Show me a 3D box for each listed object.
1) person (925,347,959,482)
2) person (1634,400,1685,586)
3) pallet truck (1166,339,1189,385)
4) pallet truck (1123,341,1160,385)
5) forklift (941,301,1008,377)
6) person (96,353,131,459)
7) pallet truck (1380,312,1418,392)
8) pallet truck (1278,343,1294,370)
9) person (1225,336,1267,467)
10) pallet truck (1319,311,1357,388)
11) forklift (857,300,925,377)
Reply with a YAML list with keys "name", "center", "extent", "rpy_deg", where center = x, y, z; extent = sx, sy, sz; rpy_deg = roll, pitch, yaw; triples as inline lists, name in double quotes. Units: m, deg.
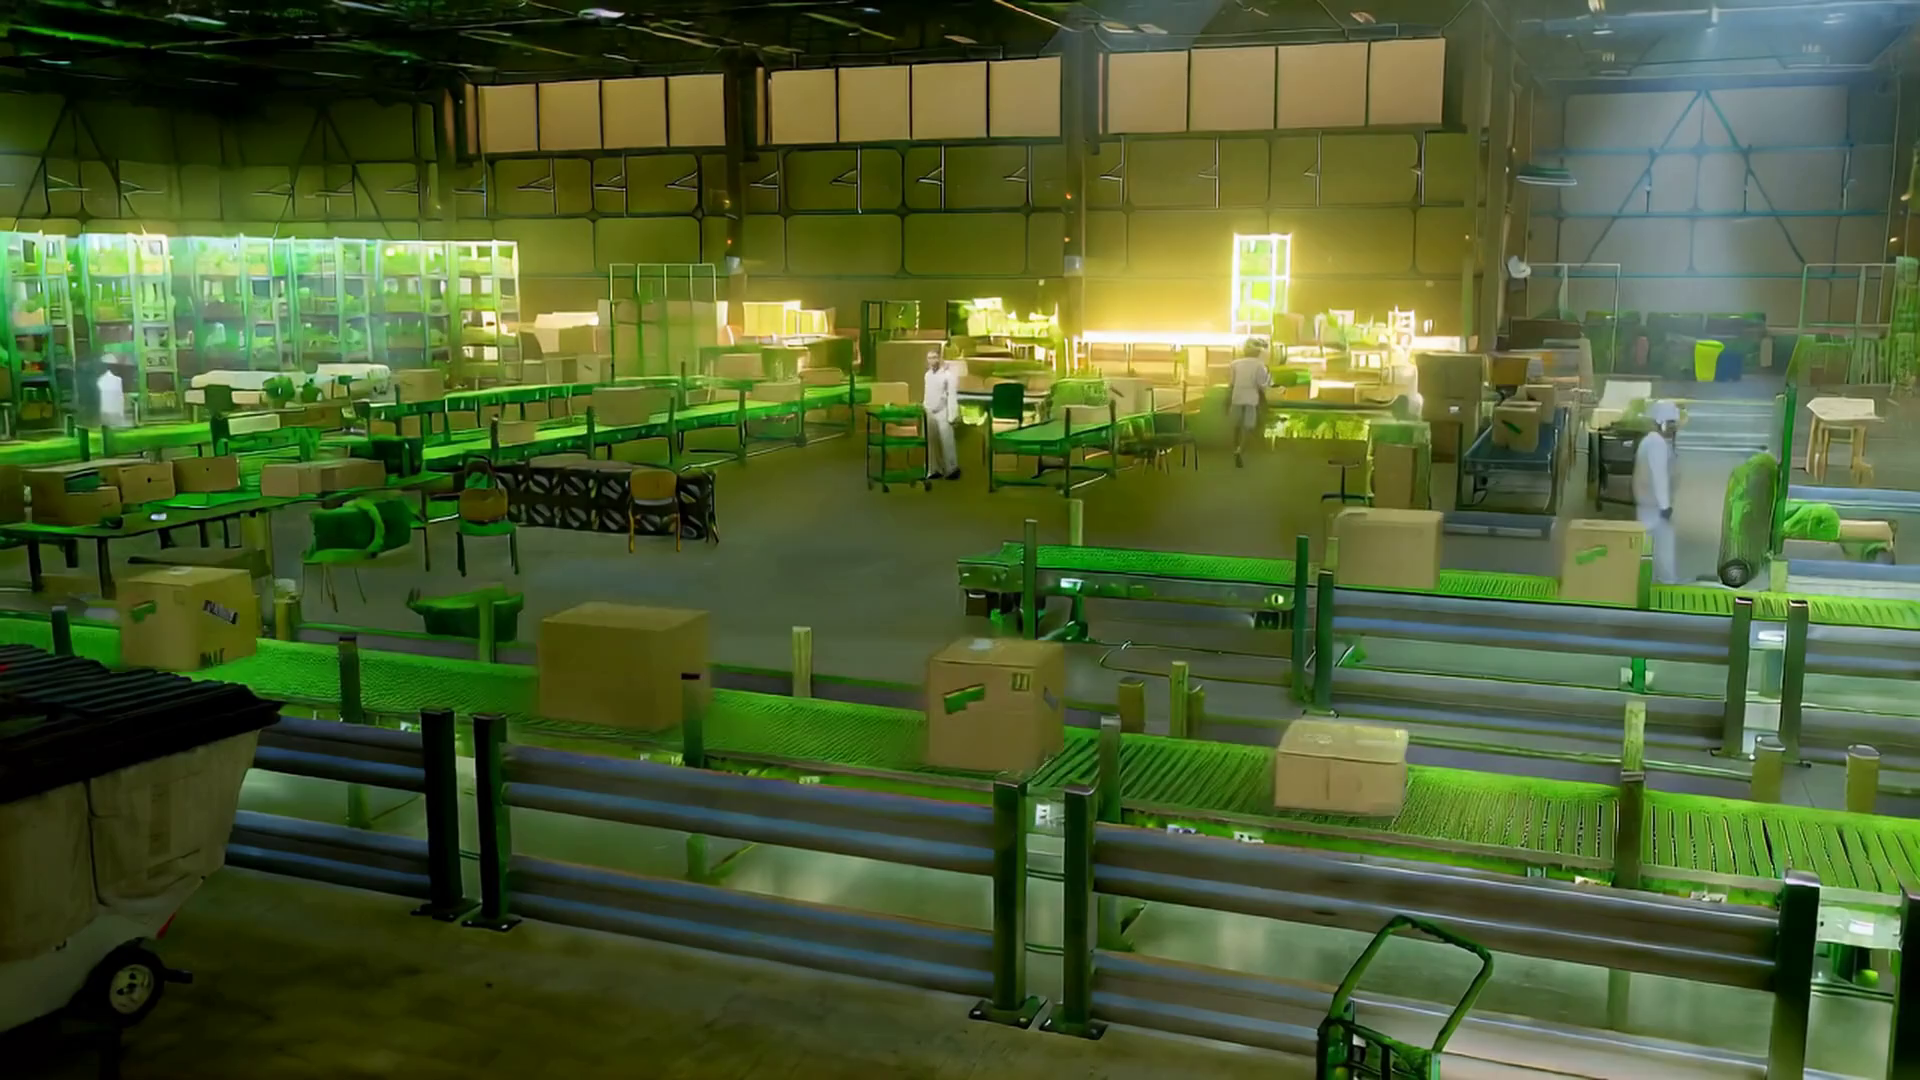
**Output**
- name: "person"
  center: [-0.284, -1.765, 23.440]
  extent: [0.395, 1.893, 0.649]
  rpy_deg: [-7, 12, -36]
- name: "person"
  center: [6.373, -0.399, 15.429]
  extent: [0.801, 1.805, 0.592]
  rpy_deg: [4, 10, 23]
- name: "pallet truck"
  center: [5.418, -4.269, 40.420]
  extent: [0.704, 1.261, 1.522]
  rpy_deg: [3, 10, 20]
- name: "pallet truck"
  center: [4.445, -4.380, 41.279]
  extent: [0.680, 1.201, 1.601]
  rpy_deg: [4, 10, 22]
- name: "forklift"
  center: [0.365, -4.966, 41.571]
  extent: [1.157, 1.987, 2.680]
  rpy_deg: [3, 10, 20]
- name: "person"
  center: [-12.418, -1.874, 24.491]
  extent: [0.559, 1.745, 0.567]
  rpy_deg: [4, 10, 25]
- name: "pallet truck"
  center: [10.207, -4.283, 38.369]
  extent: [0.823, 1.965, 1.885]
  rpy_deg: [3, 10, 20]
- name: "pallet truck"
  center: [7.886, -4.163, 39.743]
  extent: [0.653, 1.274, 1.630]
  rpy_deg: [4, 10, 22]
- name: "person"
  center: [4.232, -2.053, 24.884]
  extent: [0.655, 1.997, 0.687]
  rpy_deg: [7, 12, 38]
- name: "pallet truck"
  center: [9.071, -4.419, 39.190]
  extent: [0.823, 1.965, 1.885]
  rpy_deg: [5, 10, 26]
- name: "forklift"
  center: [-1.732, -5.109, 42.468]
  extent: [1.157, 1.987, 2.680]
  rpy_deg: [4, 10, 22]
